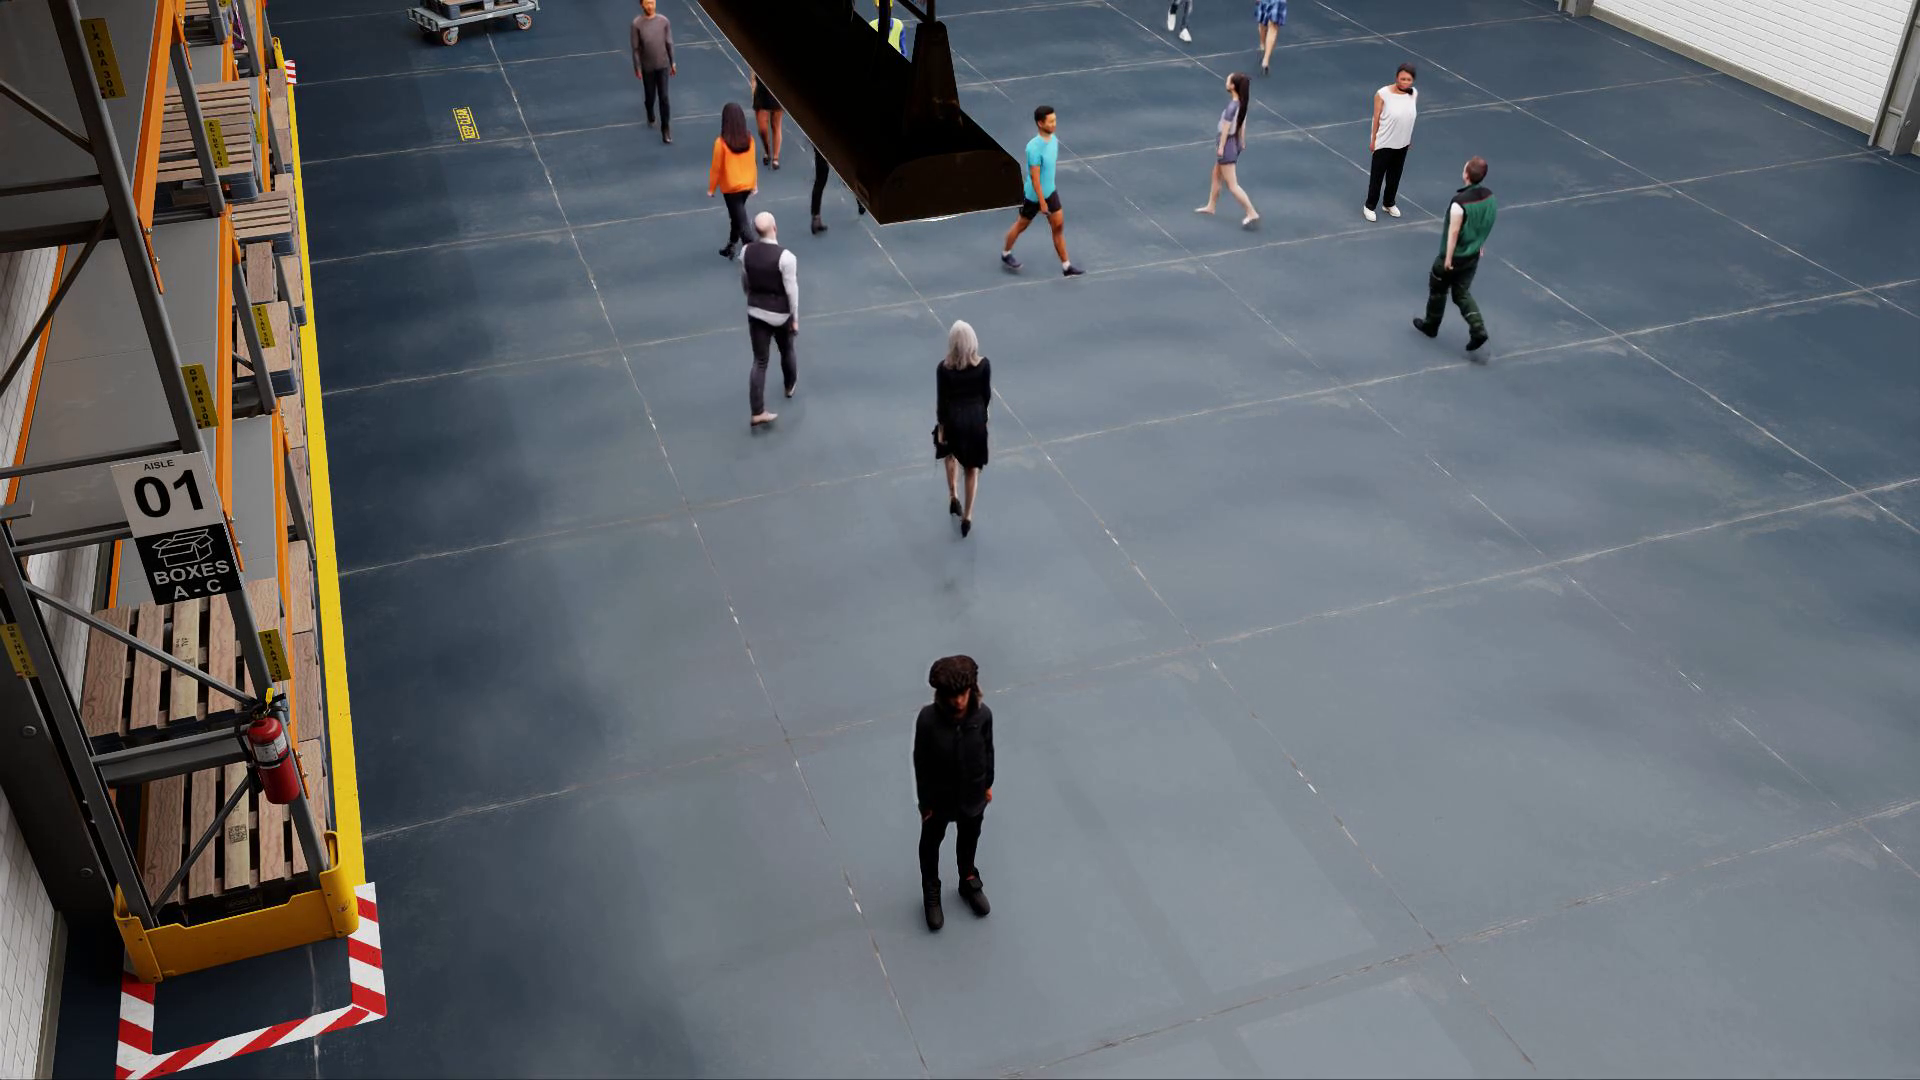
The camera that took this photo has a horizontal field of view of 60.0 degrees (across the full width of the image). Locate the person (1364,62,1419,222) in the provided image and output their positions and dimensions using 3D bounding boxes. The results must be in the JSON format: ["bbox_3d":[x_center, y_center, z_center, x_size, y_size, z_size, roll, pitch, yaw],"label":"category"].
[{"bbox_3d":[4.630,-4.276,17.780,0.643,1.688,0.596,-10,35,-15],"label":"person"}]

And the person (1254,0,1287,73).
[{"bbox_3d":[4.096,-7.018,21.858,1.115,1.740,1.250,11,35,16],"label":"person"}]

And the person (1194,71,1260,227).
[{"bbox_3d":[2.930,-4.111,17.595,1.081,1.618,0.978,18,37,24],"label":"person"}]

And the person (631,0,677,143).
[{"bbox_3d":[-3.645,-5.669,19.817,0.938,1.753,0.670,-11,35,-17],"label":"person"}]

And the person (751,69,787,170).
[{"bbox_3d":[-2.176,-5.088,19.019,0.637,1.669,0.636,-4,34,-6],"label":"person"}]

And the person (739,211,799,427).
[{"bbox_3d":[-1.618,-1.819,14.004,1.115,1.776,1.284,12,35,17],"label":"person"}]

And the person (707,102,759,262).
[{"bbox_3d":[-2.139,-3.444,16.494,1.023,1.726,0.902,22,39,29],"label":"person"}]

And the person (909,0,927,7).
[{"bbox_3d":[-0.581,-8.538,24.578,0.779,1.260,0.884,9,35,14],"label":"person"}]

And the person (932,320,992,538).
[{"bbox_3d":[0.041,-0.794,12.500,0.692,1.733,0.789,-2,34,-3],"label":"person"}]

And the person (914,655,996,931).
[{"bbox_3d":[-0.039,1.361,9.215,0.611,1.780,0.575,-10,35,-15],"label":"person"}]

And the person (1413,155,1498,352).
[{"bbox_3d":[4.586,-2.566,15.091,0.757,1.816,1.128,-17,37,-23],"label":"person"}]

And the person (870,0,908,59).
[{"bbox_3d":[-0.869,-5.476,19.473,0.653,1.812,0.566,-10,35,-15],"label":"person"}]

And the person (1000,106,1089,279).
[{"bbox_3d":[0.698,-3.410,16.452,1.278,1.715,1.078,22,39,29],"label":"person"}]

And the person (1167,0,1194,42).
[{"bbox_3d":[3.123,-7.908,23.103,0.744,1.844,0.923,-8,34,-11],"label":"person"}]
